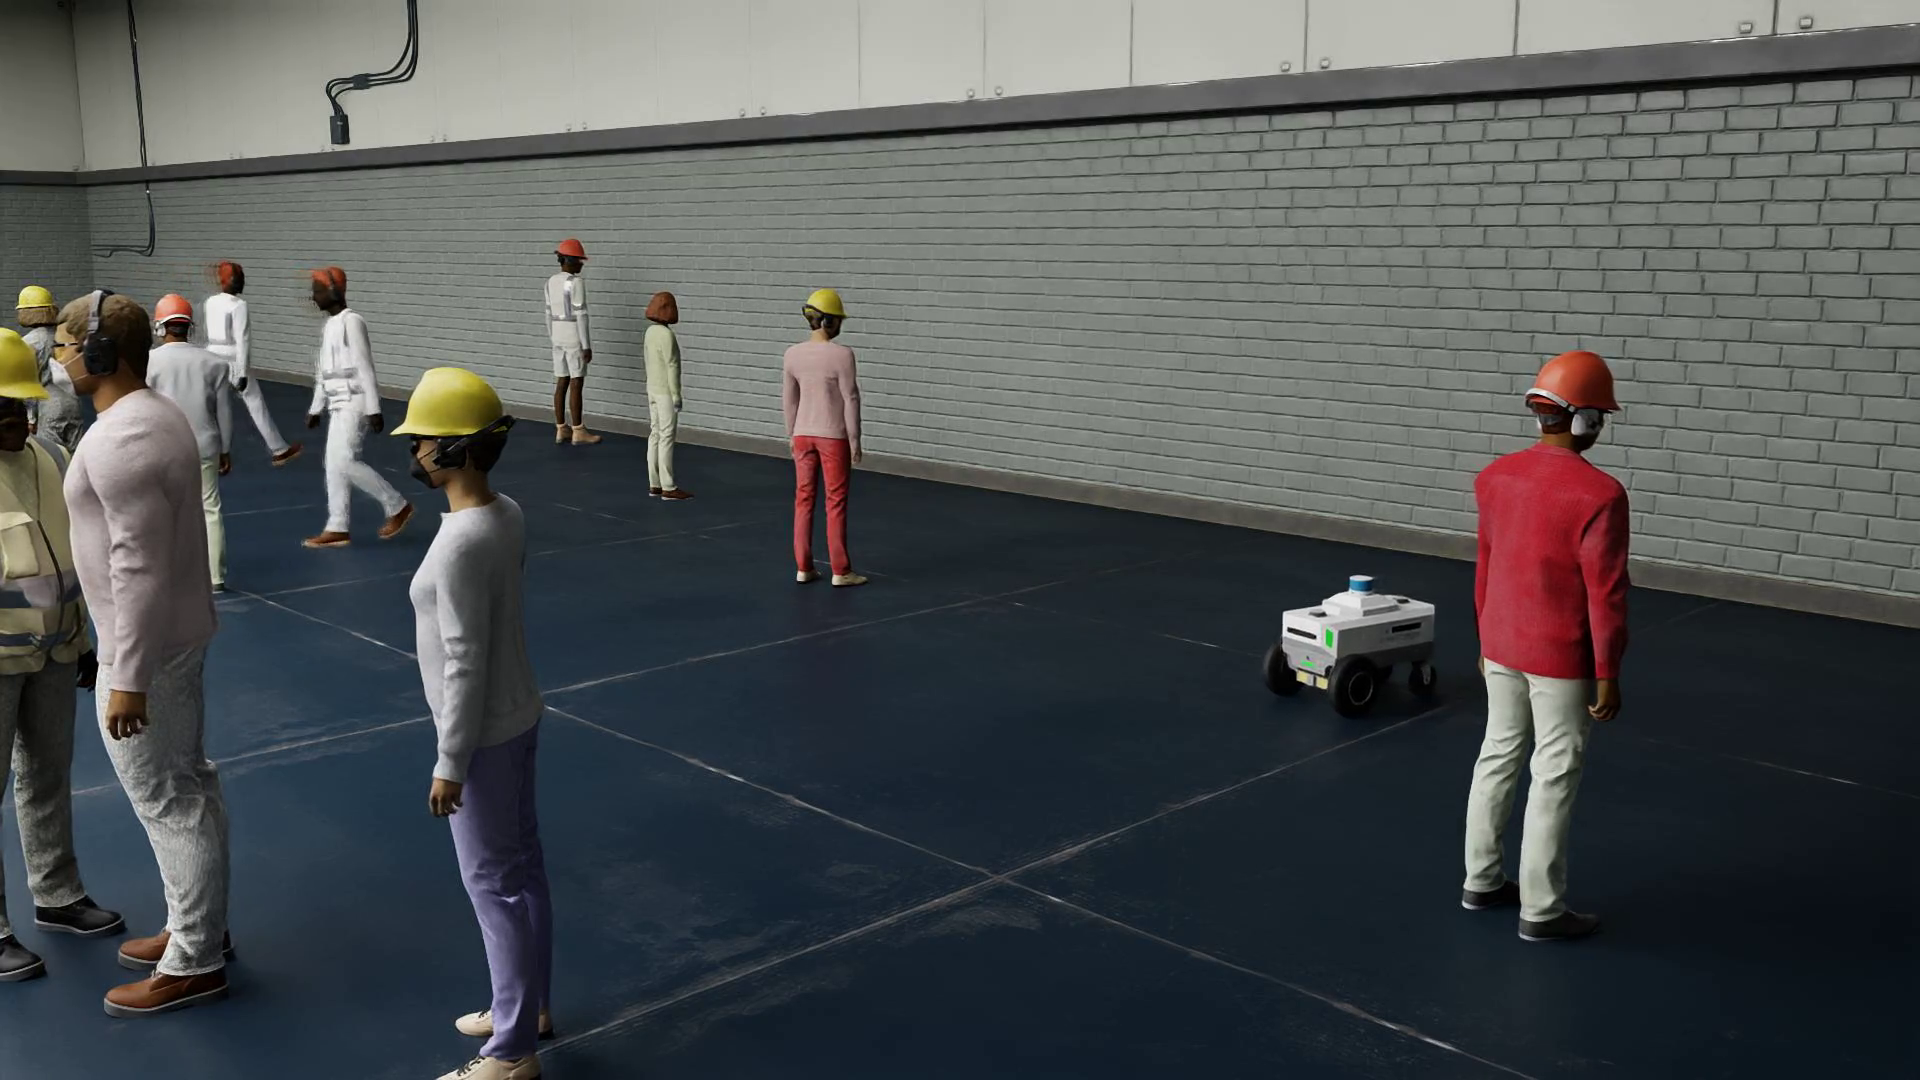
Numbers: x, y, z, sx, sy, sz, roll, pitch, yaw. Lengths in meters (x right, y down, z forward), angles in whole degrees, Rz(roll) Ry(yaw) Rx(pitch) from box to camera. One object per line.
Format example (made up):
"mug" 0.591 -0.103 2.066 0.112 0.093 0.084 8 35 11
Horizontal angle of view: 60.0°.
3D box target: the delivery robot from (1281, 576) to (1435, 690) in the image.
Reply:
"delivery robot" 1.787 0.403 7.445 0.707 0.478 0.477 -7 12 -32

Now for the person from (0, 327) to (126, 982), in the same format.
"person" -2.697 0.311 4.732 0.404 1.827 0.586 3 11 16

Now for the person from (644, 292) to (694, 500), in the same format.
"person" -2.329 -1.139 13.161 0.278 1.634 0.499 -6 12 -31

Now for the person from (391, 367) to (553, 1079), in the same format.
"person" -1.179 0.467 4.045 0.314 1.769 0.524 -1 10 -3

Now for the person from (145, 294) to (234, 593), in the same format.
"person" -4.479 -0.536 9.583 0.568 1.746 0.342 -9 14 -41

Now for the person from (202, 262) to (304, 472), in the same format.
"person" -6.370 -1.530 14.746 0.580 1.835 0.968 6 12 28

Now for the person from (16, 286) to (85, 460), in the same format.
"person" -6.253 -0.870 11.430 0.320 1.737 0.483 3 11 16

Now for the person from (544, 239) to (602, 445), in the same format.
"person" -3.871 -1.971 16.604 0.605 2.038 0.394 10 14 43

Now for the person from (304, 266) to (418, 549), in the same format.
"person" -4.039 -0.873 11.063 0.759 1.872 0.634 -6 12 -31

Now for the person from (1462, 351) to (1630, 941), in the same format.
"person" 1.766 0.311 4.960 0.352 1.744 0.569 -5 11 -24

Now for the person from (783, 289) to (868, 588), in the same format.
"person" -0.800 -0.595 9.861 0.523 1.761 0.328 6 12 30

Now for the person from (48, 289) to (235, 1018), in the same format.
"person" -2.182 0.304 4.470 0.353 1.936 0.635 -3 11 -17
